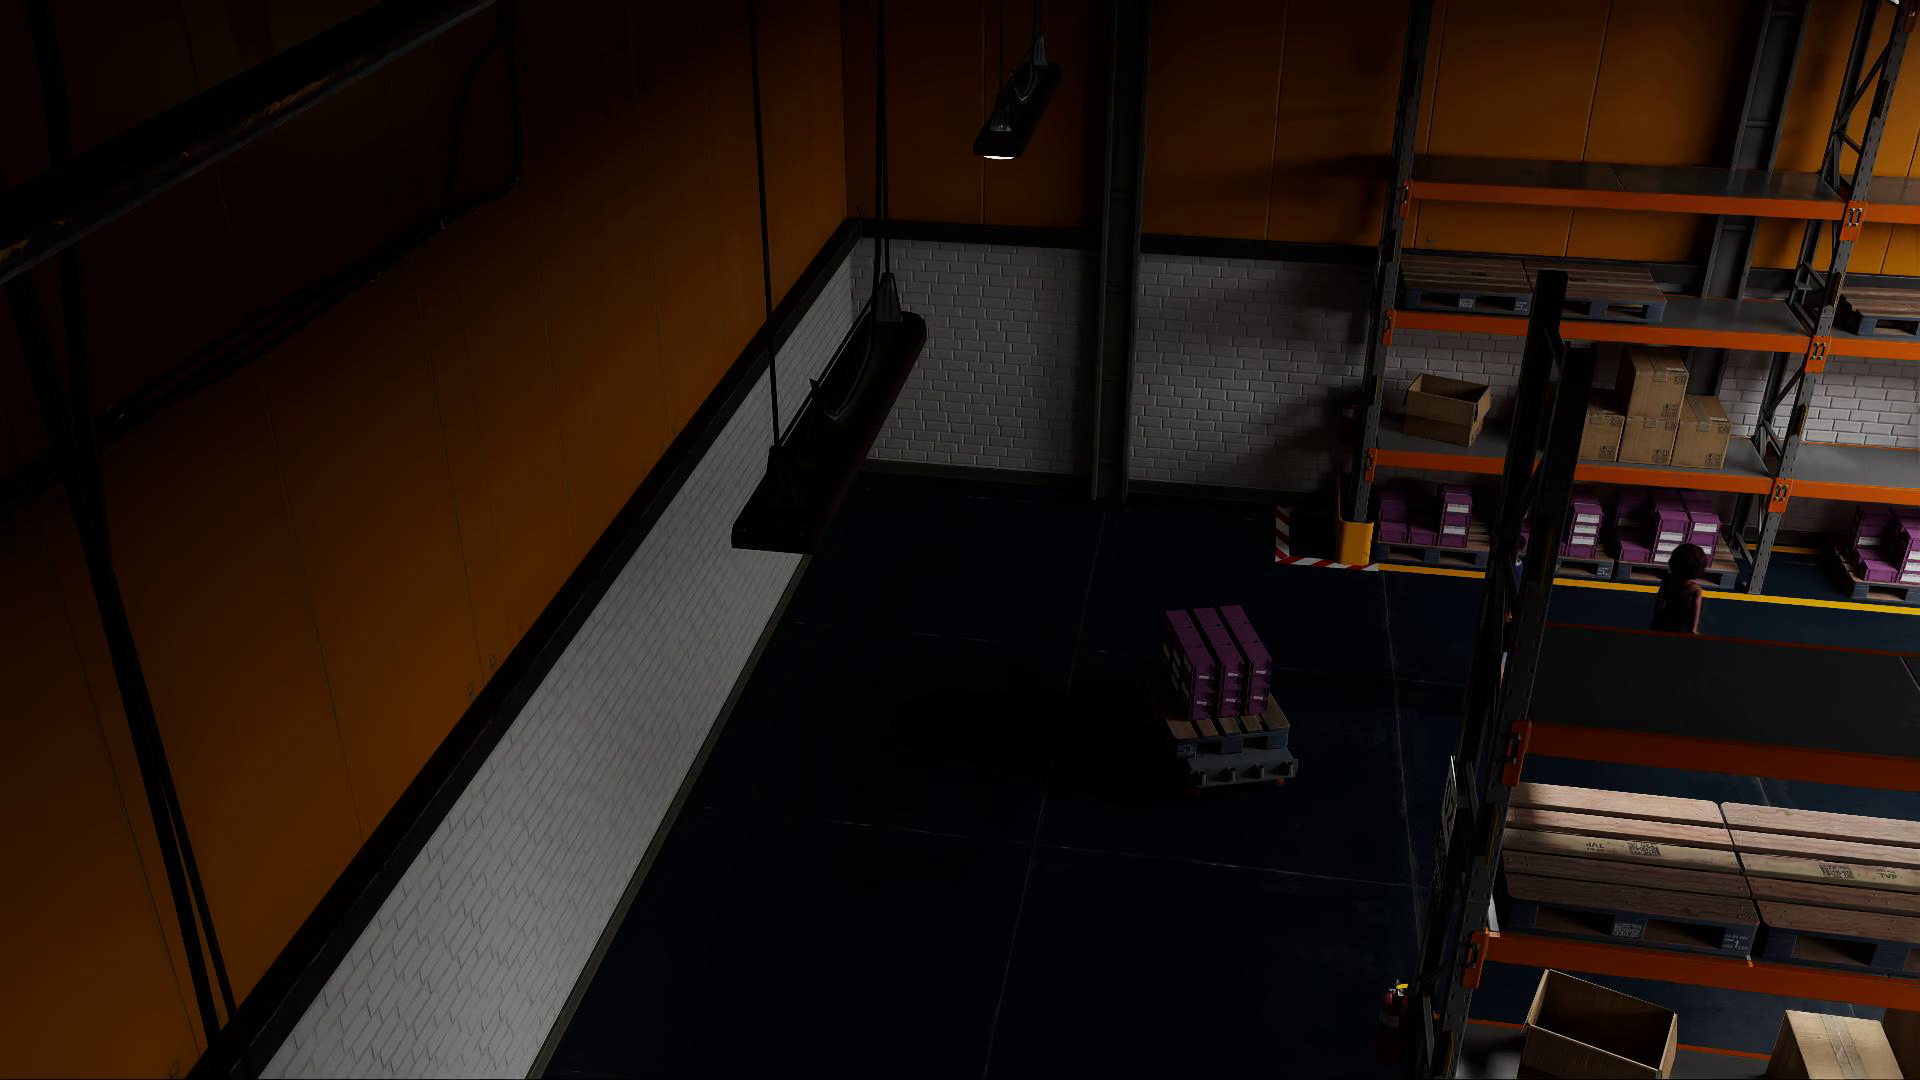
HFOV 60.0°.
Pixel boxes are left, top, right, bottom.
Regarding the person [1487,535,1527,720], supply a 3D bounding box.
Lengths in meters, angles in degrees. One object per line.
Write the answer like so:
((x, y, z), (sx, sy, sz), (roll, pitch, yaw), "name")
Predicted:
((4.802, 0.739, 14.726), (0.599, 1.843, 0.643), (0, 29, 0), "person")

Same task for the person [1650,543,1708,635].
((6.242, 0.842, 14.595), (0.721, 1.788, 0.654), (-20, 35, -32), "person")
